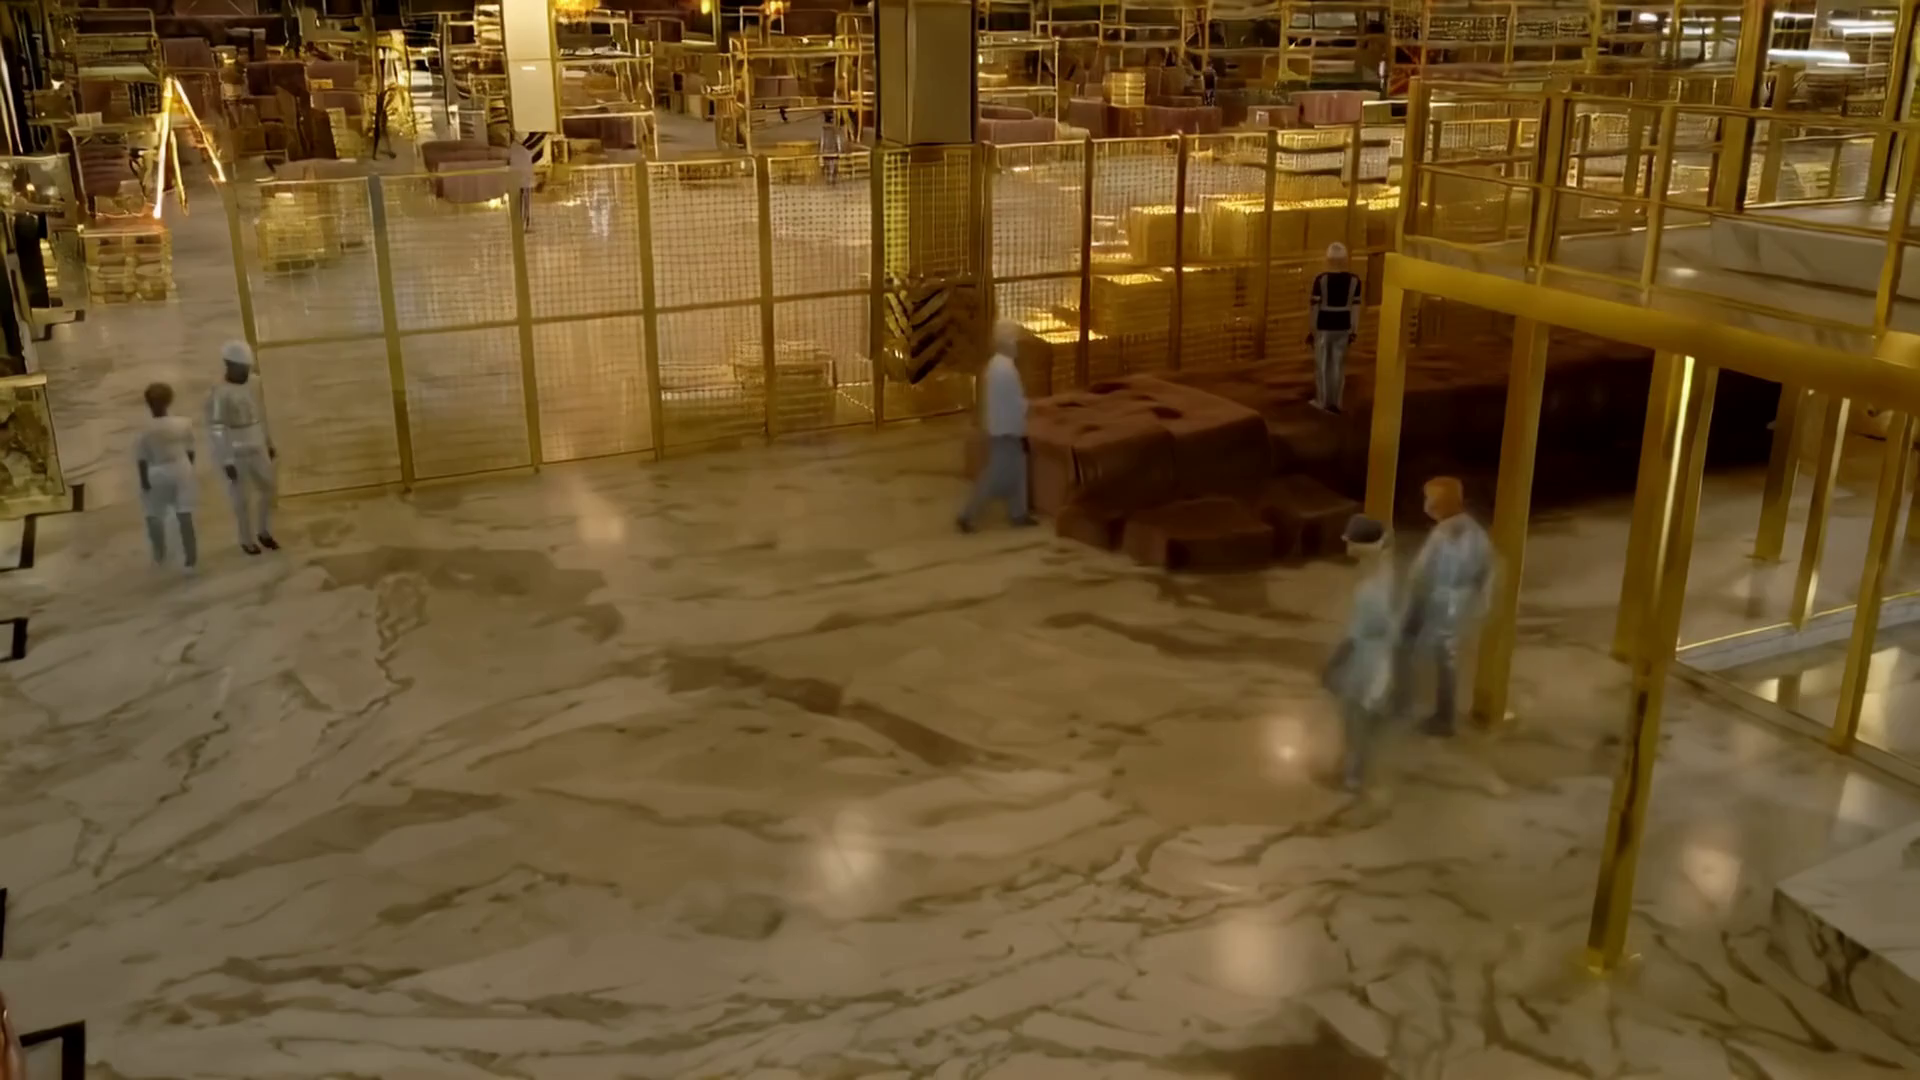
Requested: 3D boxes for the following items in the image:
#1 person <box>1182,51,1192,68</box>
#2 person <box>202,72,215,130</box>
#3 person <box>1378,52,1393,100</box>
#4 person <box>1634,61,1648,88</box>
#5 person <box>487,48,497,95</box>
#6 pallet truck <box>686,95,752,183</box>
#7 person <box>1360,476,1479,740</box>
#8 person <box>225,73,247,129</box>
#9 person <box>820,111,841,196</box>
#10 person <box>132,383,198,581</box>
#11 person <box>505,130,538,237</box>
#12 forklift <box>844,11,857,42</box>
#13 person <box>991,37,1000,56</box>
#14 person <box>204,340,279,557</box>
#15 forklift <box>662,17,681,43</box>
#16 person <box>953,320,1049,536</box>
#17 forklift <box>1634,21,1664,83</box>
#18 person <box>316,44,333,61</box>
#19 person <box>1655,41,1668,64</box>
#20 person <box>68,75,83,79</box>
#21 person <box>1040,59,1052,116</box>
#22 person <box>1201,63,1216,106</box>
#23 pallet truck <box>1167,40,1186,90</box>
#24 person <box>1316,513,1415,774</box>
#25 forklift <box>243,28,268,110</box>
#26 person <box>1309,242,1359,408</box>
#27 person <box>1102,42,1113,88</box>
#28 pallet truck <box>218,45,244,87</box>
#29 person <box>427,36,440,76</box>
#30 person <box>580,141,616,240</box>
[{"bbox_3d":[9.895,-20.719,72.205,1.024,1.918,0.608,-14,23,-35],"label":"person"},{"bbox_3d":[-23.271,-13.641,51.775,0.516,1.843,0.325,-17,25,-40],"label":"person"},{"bbox_3d":[15.881,-17.259,62.180,0.555,1.910,0.892,15,24,36],"label":"person"},{"bbox_3d":[24.693,-16.514,60.371,0.758,1.670,0.542,-10,21,-26],"label":"person"},{"bbox_3d":[-18.015,-17.930,64.069,0.372,1.940,0.631,1,19,4],"label":"person"},{"bbox_3d":[-5.836,-9.608,39.856,0.823,1.965,1.885,10,22,27],"label":"pallet truck"},{"bbox_3d":[3.051,0.452,10.979,0.832,1.809,0.642,8,21,23],"label":"person"},{"bbox_3d":[-22.000,-13.232,50.551,0.448,1.869,0.597,18,26,42],"label":"person"},{"bbox_3d":[-2.910,-8.651,37.273,0.508,1.872,0.329,5,20,13],"label":"person"},{"bbox_3d":[-6.661,-0.494,13.919,0.646,1.666,0.551,14,23,34],"label":"person"},{"bbox_3d":[-8.360,-6.789,31.688,0.377,1.995,0.612,10,21,27],"label":"person"},{"bbox_3d":[-5.479,-25.083,83.381,1.873,2.768,1.129,-9,21,-25],"label":"forklift"},{"bbox_3d":[1.735,-24.126,82.504,0.644,1.610,0.530,-16,24,-38],"label":"person"},{"bbox_3d":[-6.172,-0.782,14.385,0.479,1.908,0.600,16,24,38],"label":"person"},{"bbox_3d":[-12.585,-21.509,73.021,1.873,2.768,1.129,11,22,29],"label":"forklift"},{"bbox_3d":[0.374,-1.001,14.955,0.904,1.966,0.626,-3,19,-10],"label":"person"},{"bbox_3d":[27.934,-19.742,67.899,1.873,2.768,1.129,-9,21,-25],"label":"forklift"},{"bbox_3d":[-26.215,-19.563,68.833,0.691,1.912,0.627,13,23,34],"label":"person"},{"bbox_3d":[31.841,-21.785,75.314,0.661,1.887,0.509,11,22,29],"label":"person"},{"bbox_3d":[-33.510,-17.428,63.065,0.514,1.639,0.309,-9,21,-24],"label":"person"},{"bbox_3d":[2.952,-15.583,57.304,0.392,1.914,0.587,-6,20,-18],"label":"person"},{"bbox_3d":[8.879,-16.233,59.590,0.540,1.645,0.884,-1,19,-2],"label":"person"},{"bbox_3d":[9.045,-19.971,69.895,0.823,1.965,1.885,-3,19,-8],"label":"pallet truck"},{"bbox_3d":[2.577,0.668,10.432,0.485,1.748,0.543,8,21,23],"label":"person"},{"bbox_3d":[-24.965,-16.909,59.685,1.873,2.768,1.129,-9,21,-25],"label":"forklift"},{"bbox_3d":[4.321,-2.482,19.305,0.543,1.928,0.370,1,19,2],"label":"person"},{"bbox_3d":[6.267,-20.186,70.658,0.411,1.908,0.643,-4,20,-12],"label":"person"},{"bbox_3d":[-28.879,-18.665,66.111,0.823,1.965,1.885,-3,19,-9],"label":"pallet truck"},{"bbox_3d":[-24.779,-22.772,78.160,0.568,1.902,0.831,-12,22,-31],"label":"person"},{"bbox_3d":[-6.793,-6.556,31.255,0.648,1.832,0.436,-2,19,-4],"label":"person"}]
